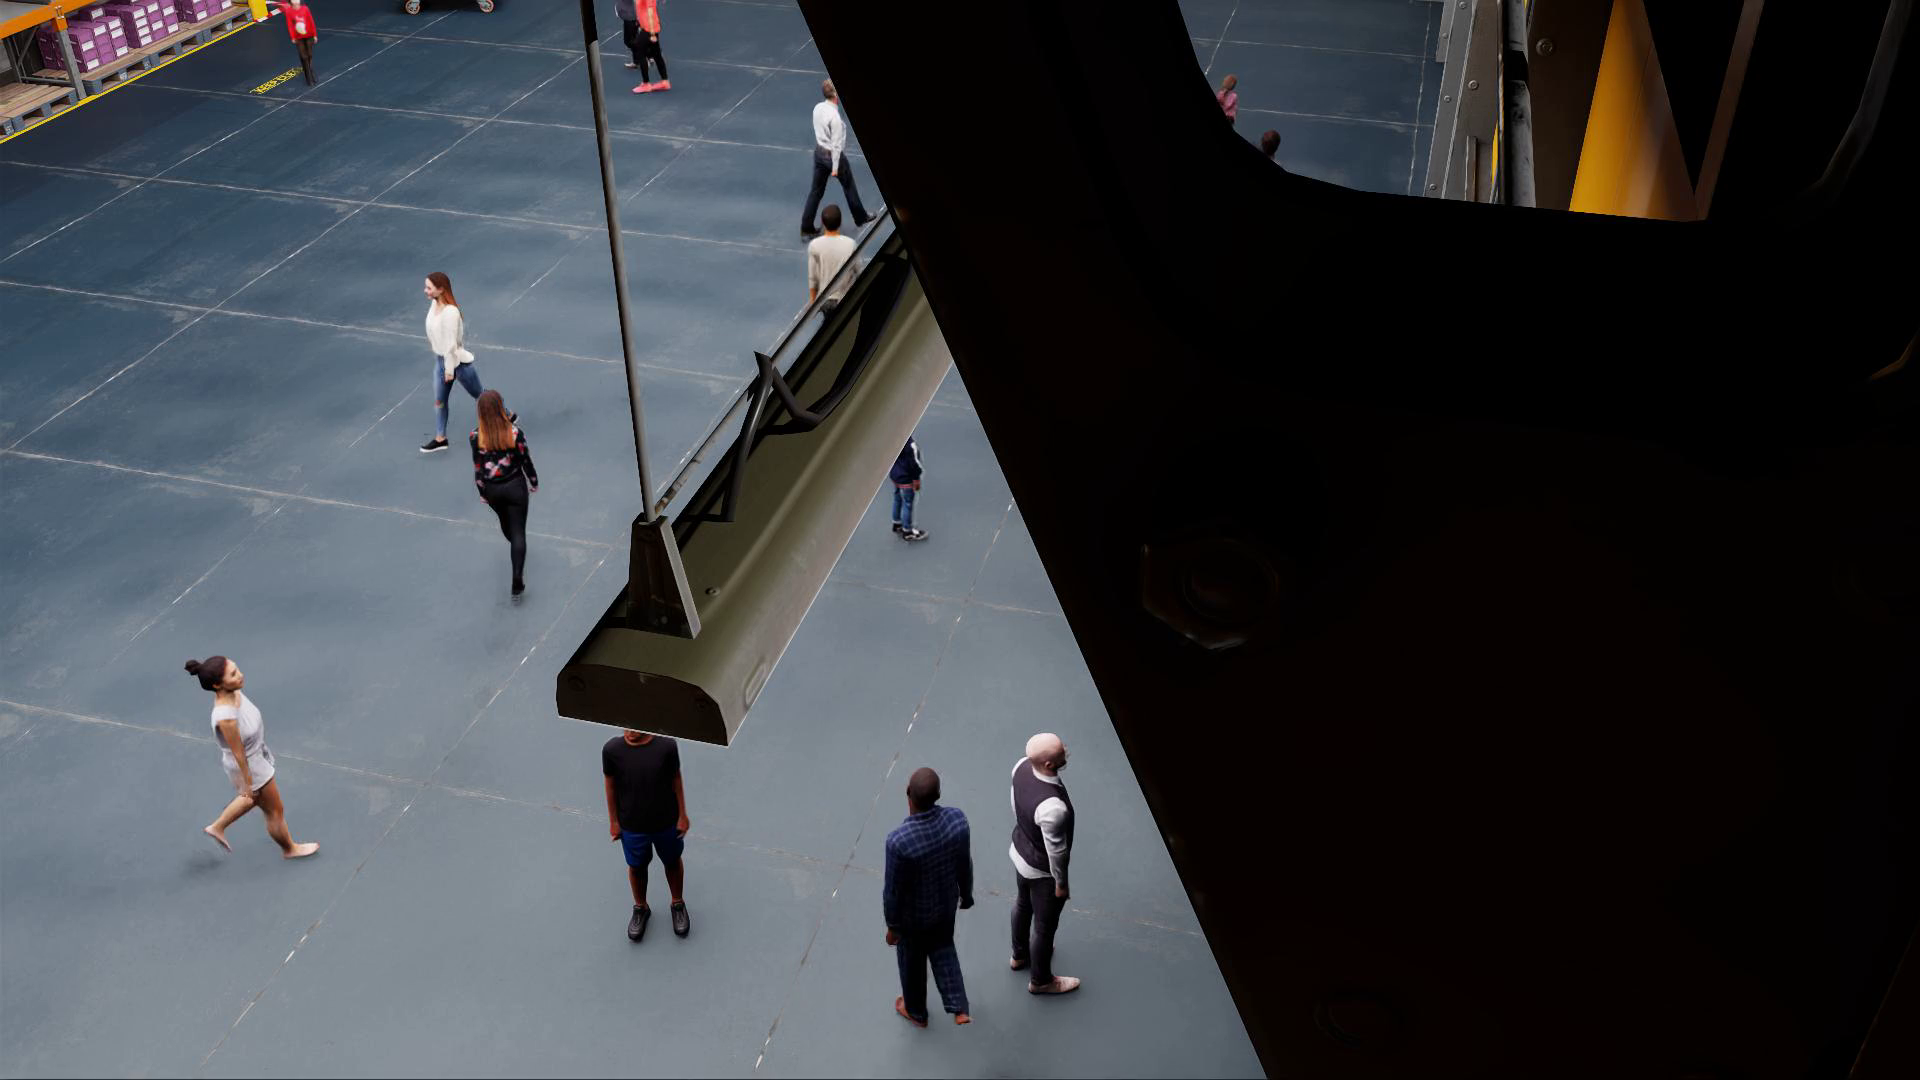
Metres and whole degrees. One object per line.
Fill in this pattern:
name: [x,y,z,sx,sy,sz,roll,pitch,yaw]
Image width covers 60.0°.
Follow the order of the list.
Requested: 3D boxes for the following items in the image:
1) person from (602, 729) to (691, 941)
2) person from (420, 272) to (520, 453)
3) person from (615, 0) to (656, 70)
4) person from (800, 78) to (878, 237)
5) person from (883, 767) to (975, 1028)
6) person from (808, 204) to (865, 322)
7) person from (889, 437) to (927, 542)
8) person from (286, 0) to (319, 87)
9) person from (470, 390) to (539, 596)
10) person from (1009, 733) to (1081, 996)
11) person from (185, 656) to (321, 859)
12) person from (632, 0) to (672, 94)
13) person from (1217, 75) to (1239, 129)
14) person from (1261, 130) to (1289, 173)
person: [-1.823,1.589,9.736,0.695,1.797,0.683,-4,34,-6]
person: [-4.350,-1.559,14.601,1.199,1.655,1.034,-25,41,-32]
person: [-4.540,-7.412,23.470,0.862,1.584,0.814,-3,34,-4]
person: [-1.515,-4.219,18.495,1.287,1.774,1.099,-25,41,-33]
person: [-0.135,2.032,9.064,0.925,1.803,0.985,-18,38,-25]
person: [-1.146,-2.185,15.441,0.720,1.767,1.115,5,34,7]
person: [-0.461,-0.557,13.485,0.647,1.220,0.596,-20,39,-27]
person: [-9.164,-7.017,23.164,0.718,1.265,0.757,-23,40,-30]
person: [-3.493,-0.342,12.780,0.854,1.644,1.159,-3,34,-5]
person: [0.458,1.812,9.378,0.844,1.823,0.754,-13,36,-19]
person: [-4.452,1.384,10.232,0.883,1.589,0.908,-9,35,-13]
person: [-4.136,-6.945,22.684,0.851,1.676,0.827,-7,34,-10]
person: [3.310,-5.308,20.822,0.430,1.011,0.635,10,35,14]
person: [3.021,-3.257,17.000,0.665,1.827,1.043,9,35,14]
